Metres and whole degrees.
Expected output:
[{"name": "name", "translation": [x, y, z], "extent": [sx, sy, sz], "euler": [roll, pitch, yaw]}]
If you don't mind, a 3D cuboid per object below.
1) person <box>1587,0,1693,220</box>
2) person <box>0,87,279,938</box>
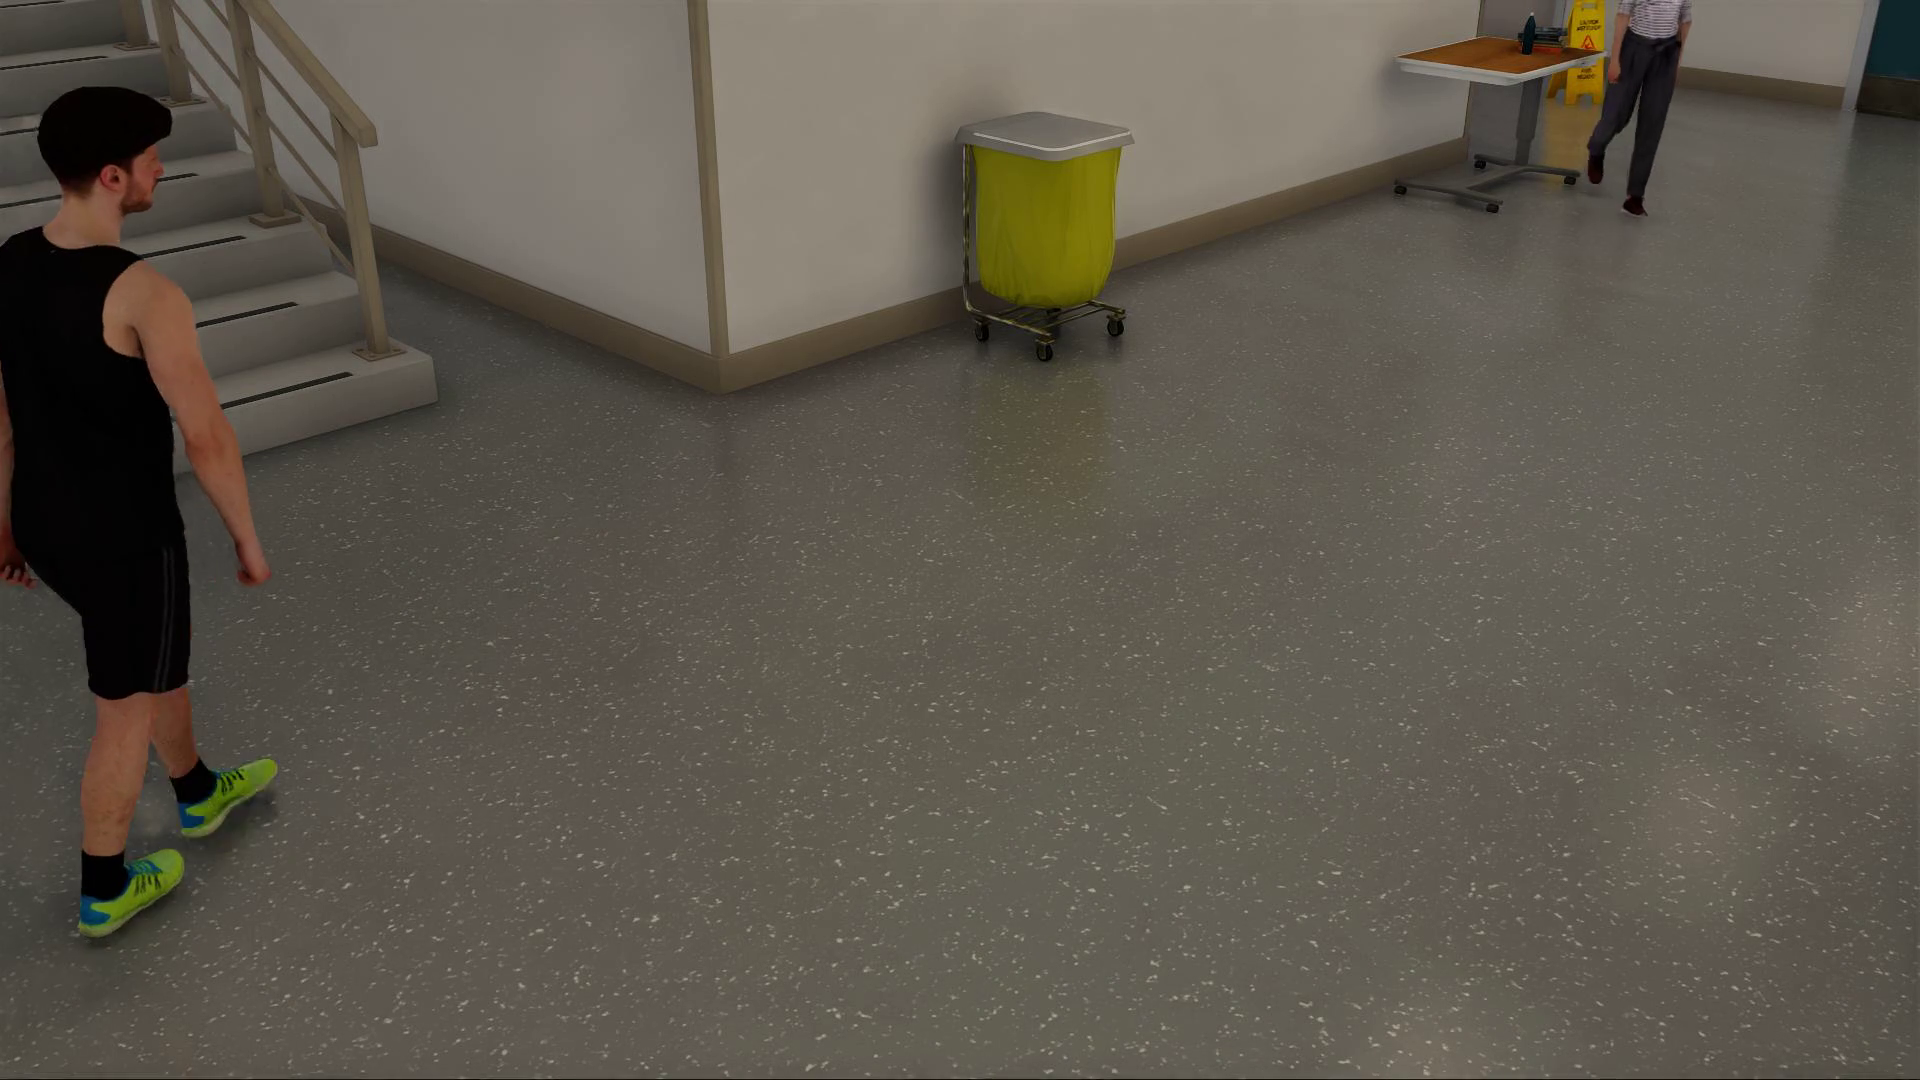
[{"name": "person", "translation": [3.845, -2.730, 9.426], "extent": [1.042, 1.714, 1.083], "euler": [0, 26, 0]}, {"name": "person", "translation": [-1.903, 0.014, 3.587], "extent": [0.949, 1.842, 0.931], "euler": [6, 26, 12]}]
